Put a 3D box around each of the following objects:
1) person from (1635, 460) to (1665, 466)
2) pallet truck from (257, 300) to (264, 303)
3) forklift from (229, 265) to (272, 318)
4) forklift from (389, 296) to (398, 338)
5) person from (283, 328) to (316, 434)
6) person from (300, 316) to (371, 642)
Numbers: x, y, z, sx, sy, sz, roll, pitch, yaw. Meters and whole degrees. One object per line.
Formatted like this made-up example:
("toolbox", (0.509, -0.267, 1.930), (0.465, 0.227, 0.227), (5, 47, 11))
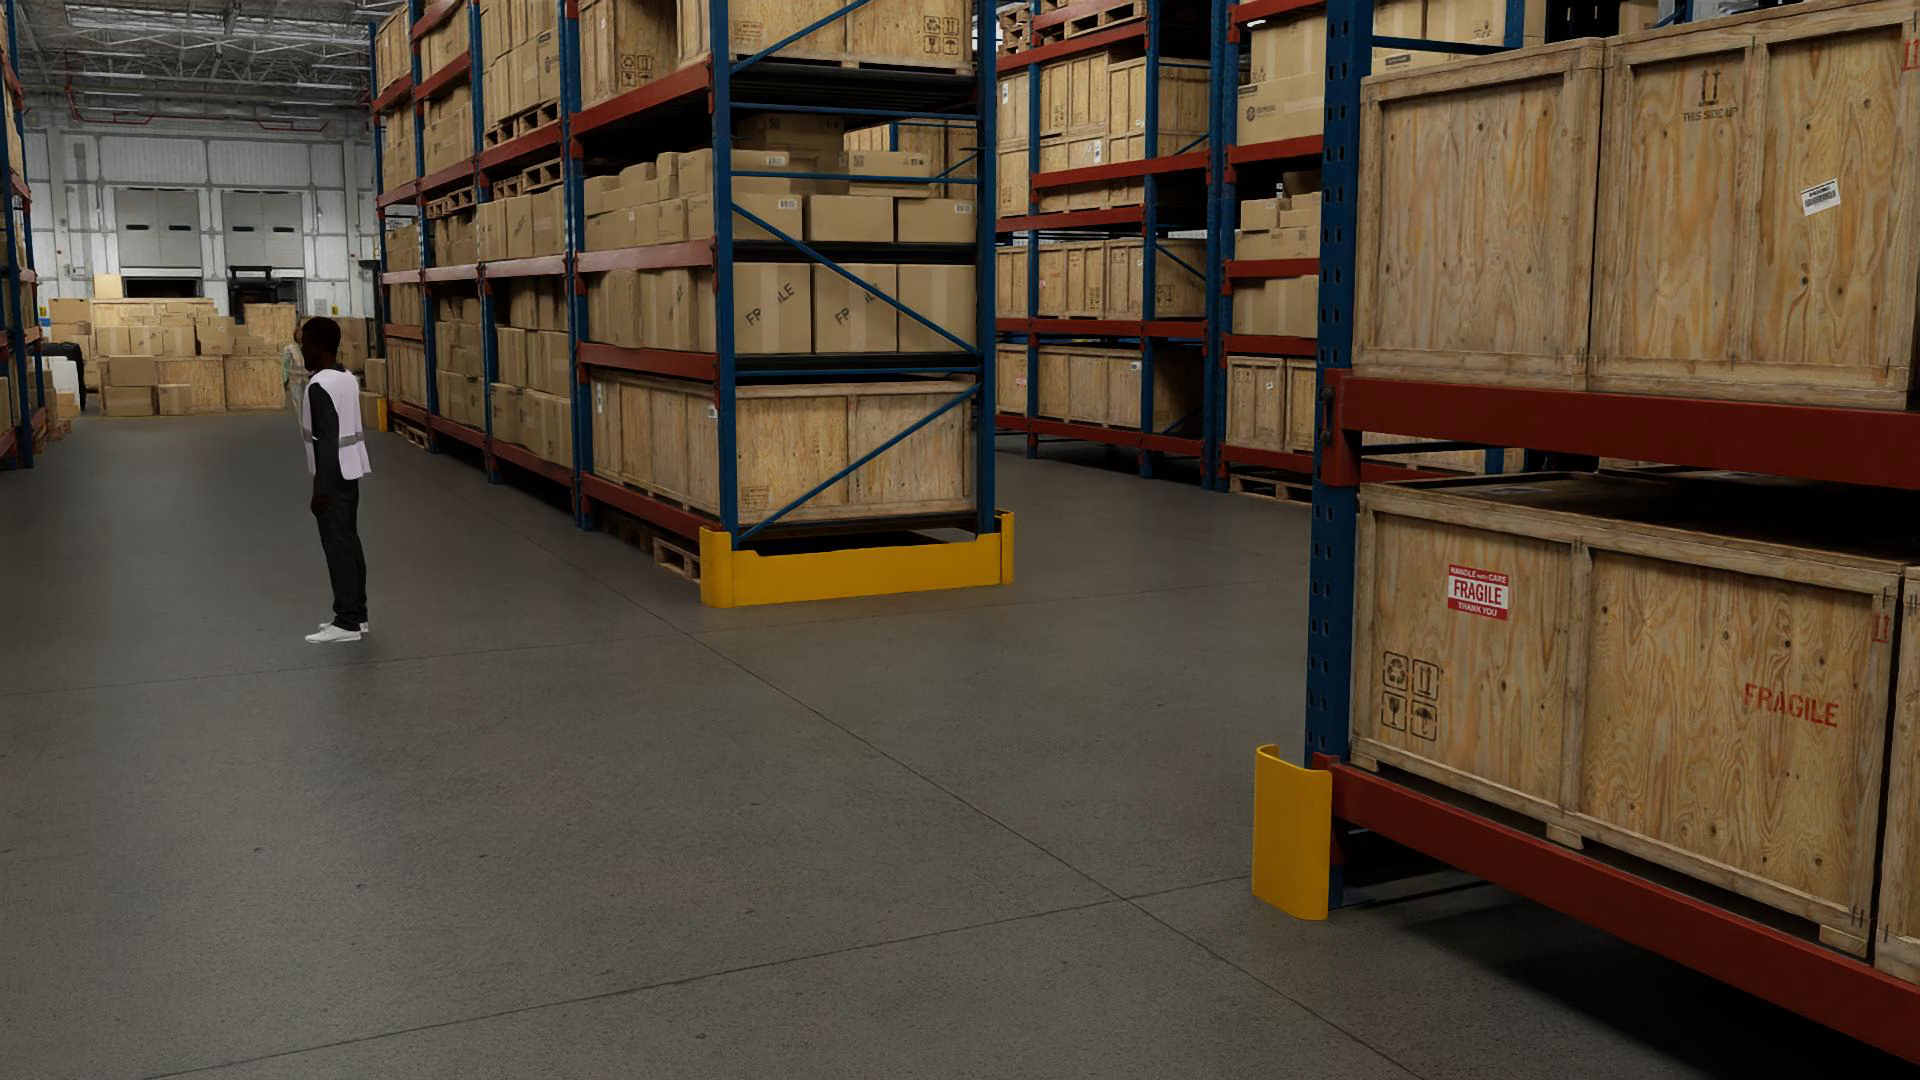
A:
("person", (5.236, -0.589, 12.421), (0.270, 1.632, 0.504), (-3, 9, -22))
("pallet truck", (-23.913, -7.404, 58.171), (1.885, 1.965, 0.823), (-1, 8, -9))
("forklift", (-17.112, -5.252, 40.304), (1.129, 2.768, 1.873), (-4, 9, -26))
("forklift", (-11.118, -4.275, 33.571), (1.129, 2.768, 1.873), (-8, 11, -42))
("person", (-9.746, -2.342, 24.647), (0.533, 1.592, 0.855), (-3, 9, -18))
("person", (-3.698, -0.357, 9.847), (0.378, 1.917, 0.597), (-1, 8, -7))
